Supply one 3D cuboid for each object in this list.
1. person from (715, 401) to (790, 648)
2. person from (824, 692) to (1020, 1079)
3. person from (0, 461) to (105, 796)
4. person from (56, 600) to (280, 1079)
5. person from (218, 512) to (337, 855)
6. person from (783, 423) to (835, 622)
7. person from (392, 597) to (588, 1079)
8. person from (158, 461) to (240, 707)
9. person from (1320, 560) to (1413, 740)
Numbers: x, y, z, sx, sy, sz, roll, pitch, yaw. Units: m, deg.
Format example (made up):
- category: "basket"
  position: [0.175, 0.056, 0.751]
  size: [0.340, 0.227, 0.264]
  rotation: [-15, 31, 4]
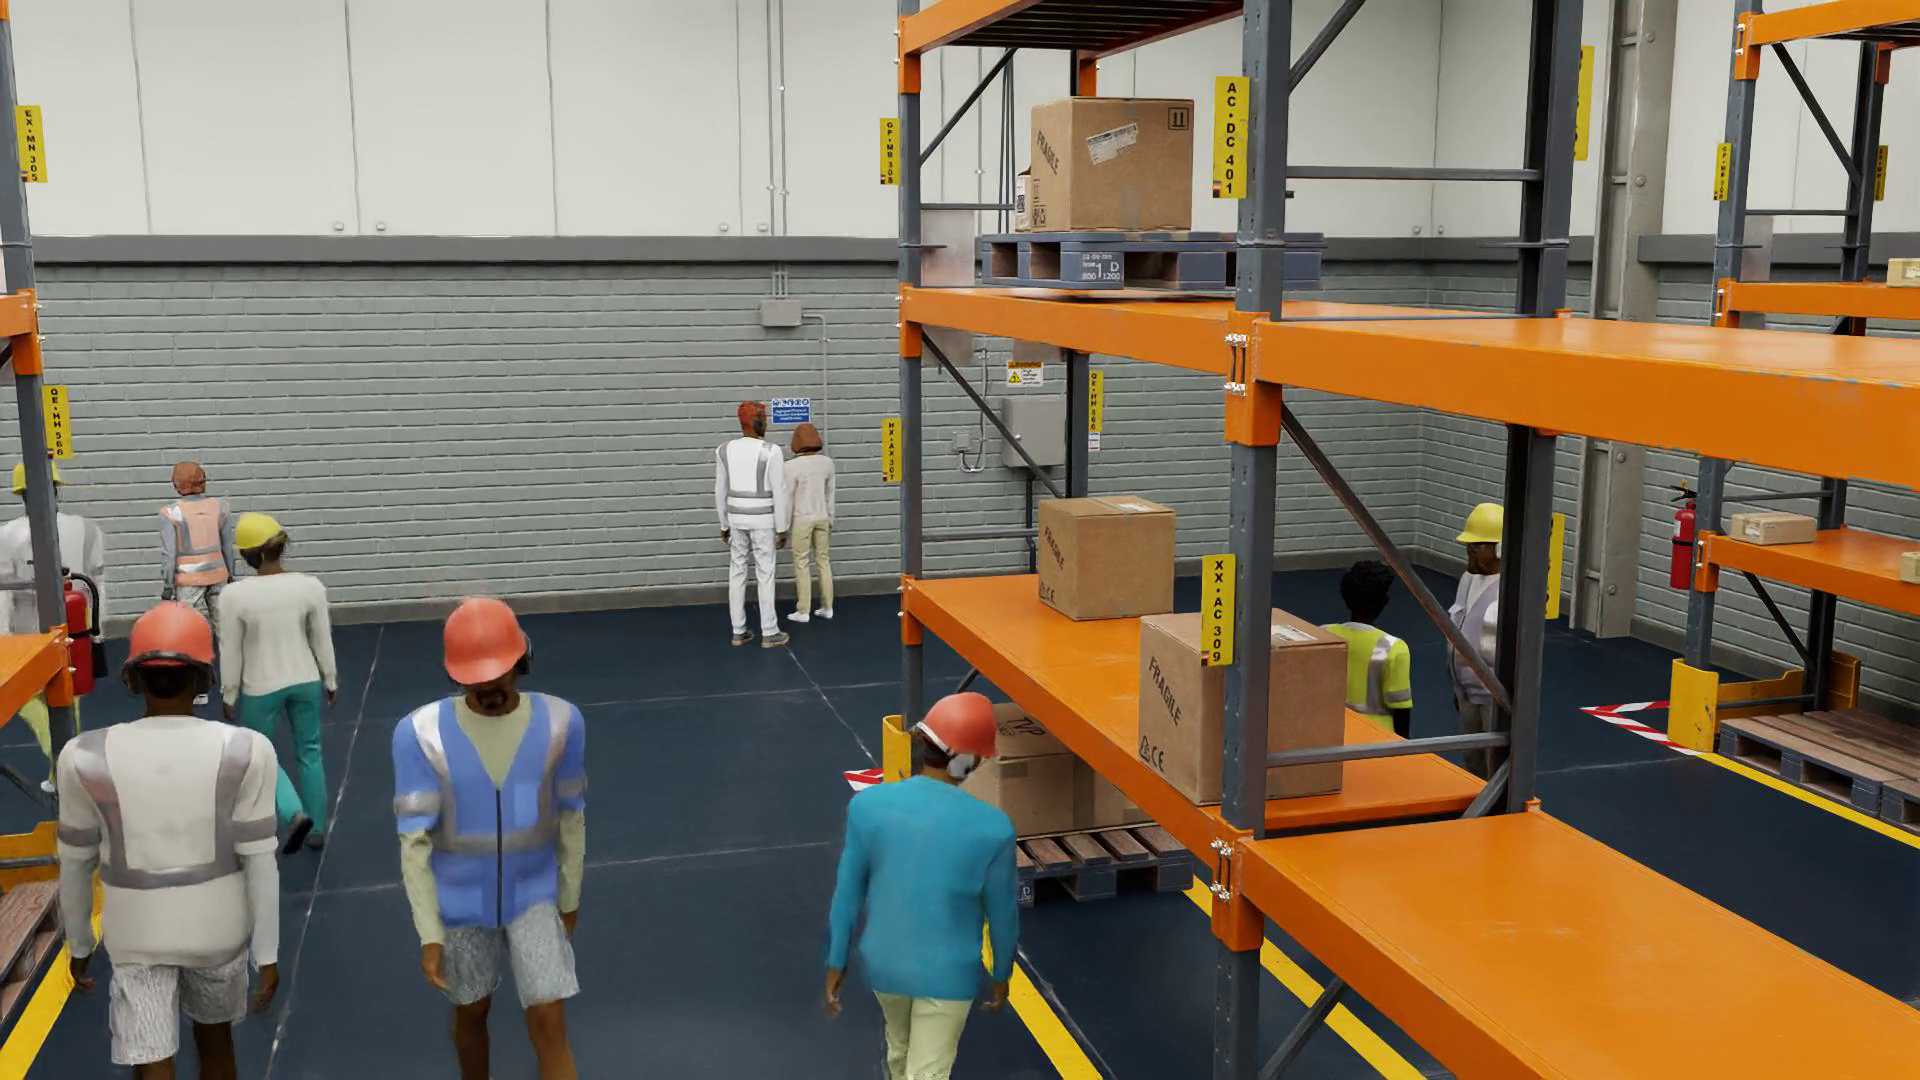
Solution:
- category: "person"
  position: [-1.583, -0.116, 12.690]
  size: [0.574, 1.881, 0.357]
  rotation: [4, 11, 21]
- category: "person"
  position: [-0.087, 1.293, 5.205]
  size: [0.592, 1.685, 0.871]
  rotation: [4, 11, 21]
- category: "person"
  position: [-4.956, 0.505, 9.111]
  size: [0.603, 1.890, 0.636]
  rotation: [7, 12, 34]
- category: "person"
  position: [-2.333, 1.189, 4.952]
  size: [0.625, 1.999, 1.034]
  rotation: [-4, 11, -22]
- category: "person"
  position: [-3.341, 0.729, 8.221]
  size: [0.566, 1.749, 0.473]
  rotation: [-9, 13, -42]
- category: "person"
  position: [-1.228, -0.142, 13.569]
  size: [0.505, 1.625, 0.276]
  rotation: [-9, 13, -42]
- category: "person"
  position: [-1.425, 1.156, 5.190]
  size: [0.601, 1.972, 1.040]
  rotation: [-4, 11, -23]
- category: "person"
  position: [-5.060, 0.290, 11.068]
  size: [0.310, 1.636, 0.523]
  rotation: [7, 12, 33]
- category: "person"
  position: [1.749, 0.925, 7.291]
  size: [0.320, 1.693, 0.531]
  rotation: [-9, 13, -41]
